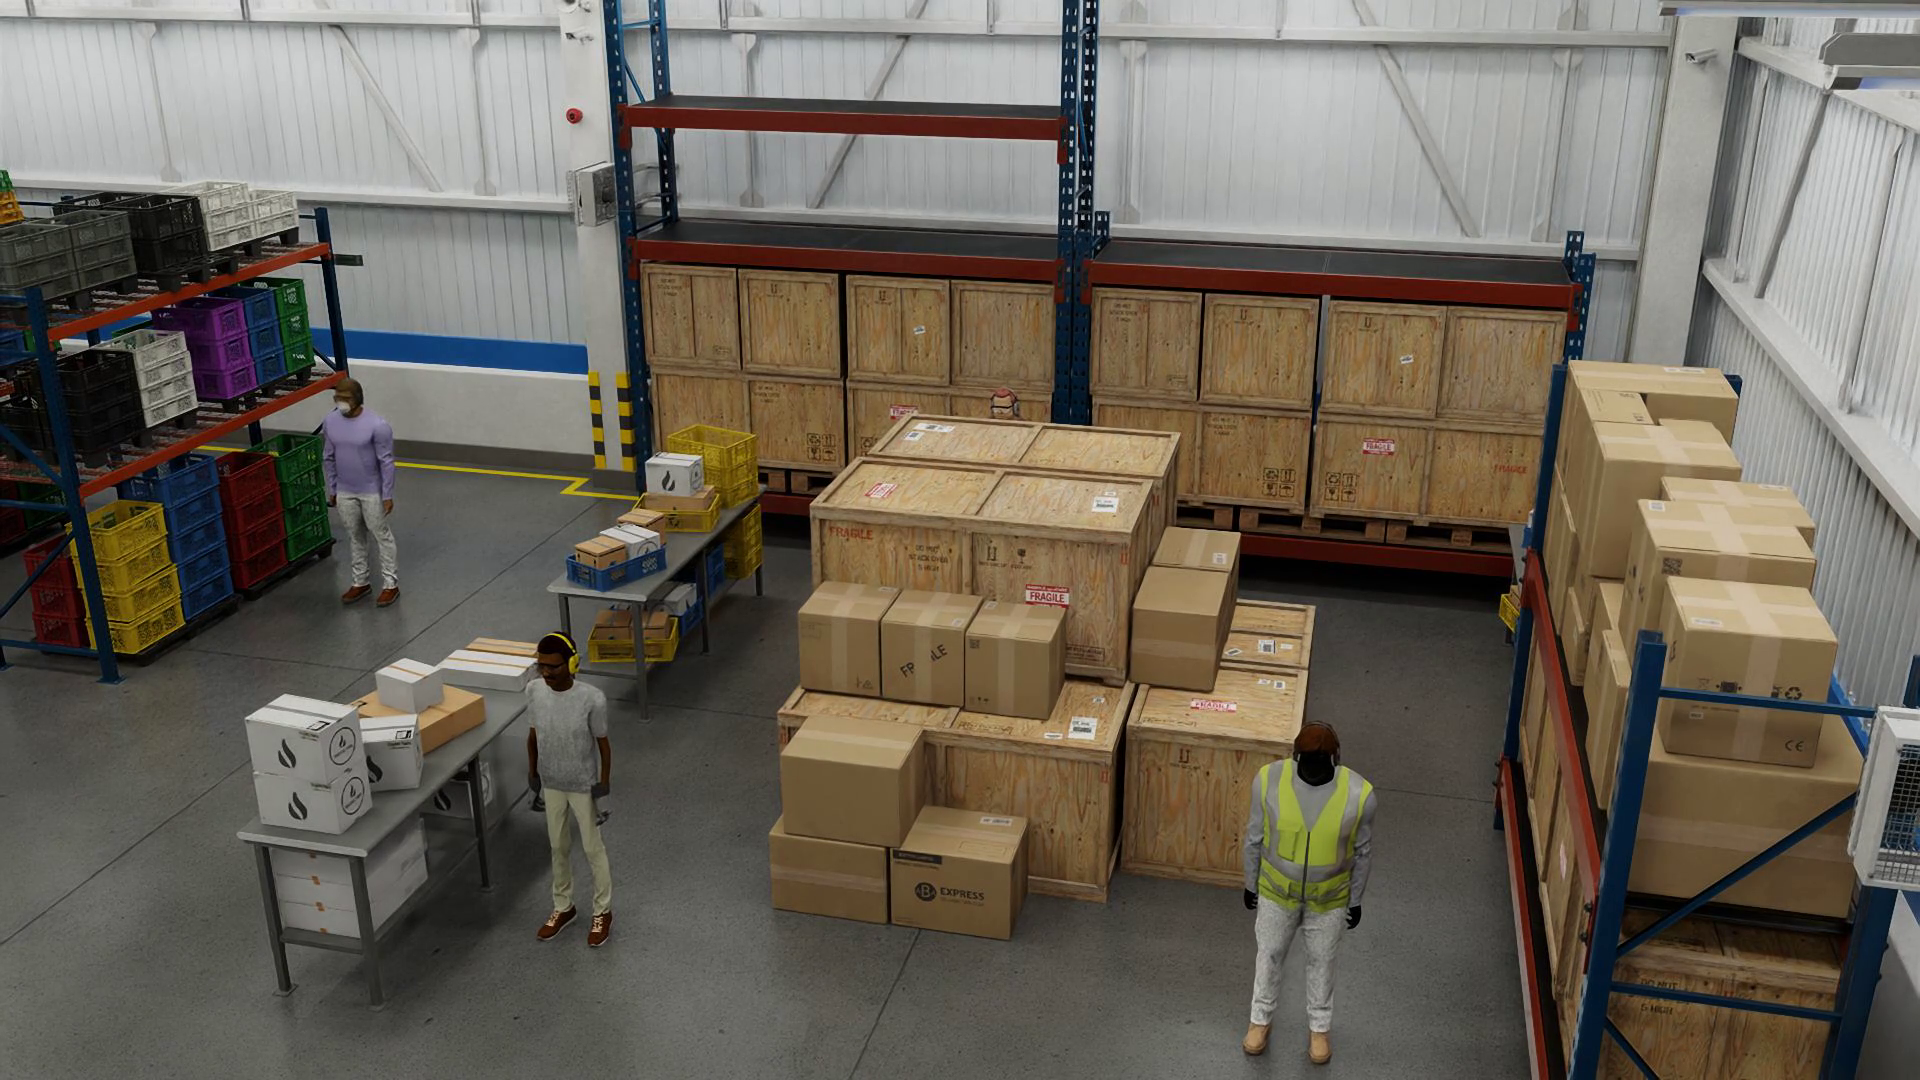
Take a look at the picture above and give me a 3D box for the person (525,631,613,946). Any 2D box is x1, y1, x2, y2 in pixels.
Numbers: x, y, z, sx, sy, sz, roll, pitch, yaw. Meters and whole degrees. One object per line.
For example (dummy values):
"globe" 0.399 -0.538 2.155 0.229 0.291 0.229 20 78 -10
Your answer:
"person" -2.166 1.371 9.198 0.513 1.872 0.328 5 21 13

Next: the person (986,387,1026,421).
"person" 0.348 -0.319 13.570 0.642 1.909 0.409 5 21 13

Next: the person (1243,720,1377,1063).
"person" 1.711 1.741 8.269 0.626 1.844 0.429 5 21 13

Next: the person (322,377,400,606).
"person" -4.945 -0.402 13.740 0.631 1.940 0.372 5 21 13

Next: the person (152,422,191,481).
"person" -7.250 -0.950 15.253 0.576 1.880 0.352 14 25 32
